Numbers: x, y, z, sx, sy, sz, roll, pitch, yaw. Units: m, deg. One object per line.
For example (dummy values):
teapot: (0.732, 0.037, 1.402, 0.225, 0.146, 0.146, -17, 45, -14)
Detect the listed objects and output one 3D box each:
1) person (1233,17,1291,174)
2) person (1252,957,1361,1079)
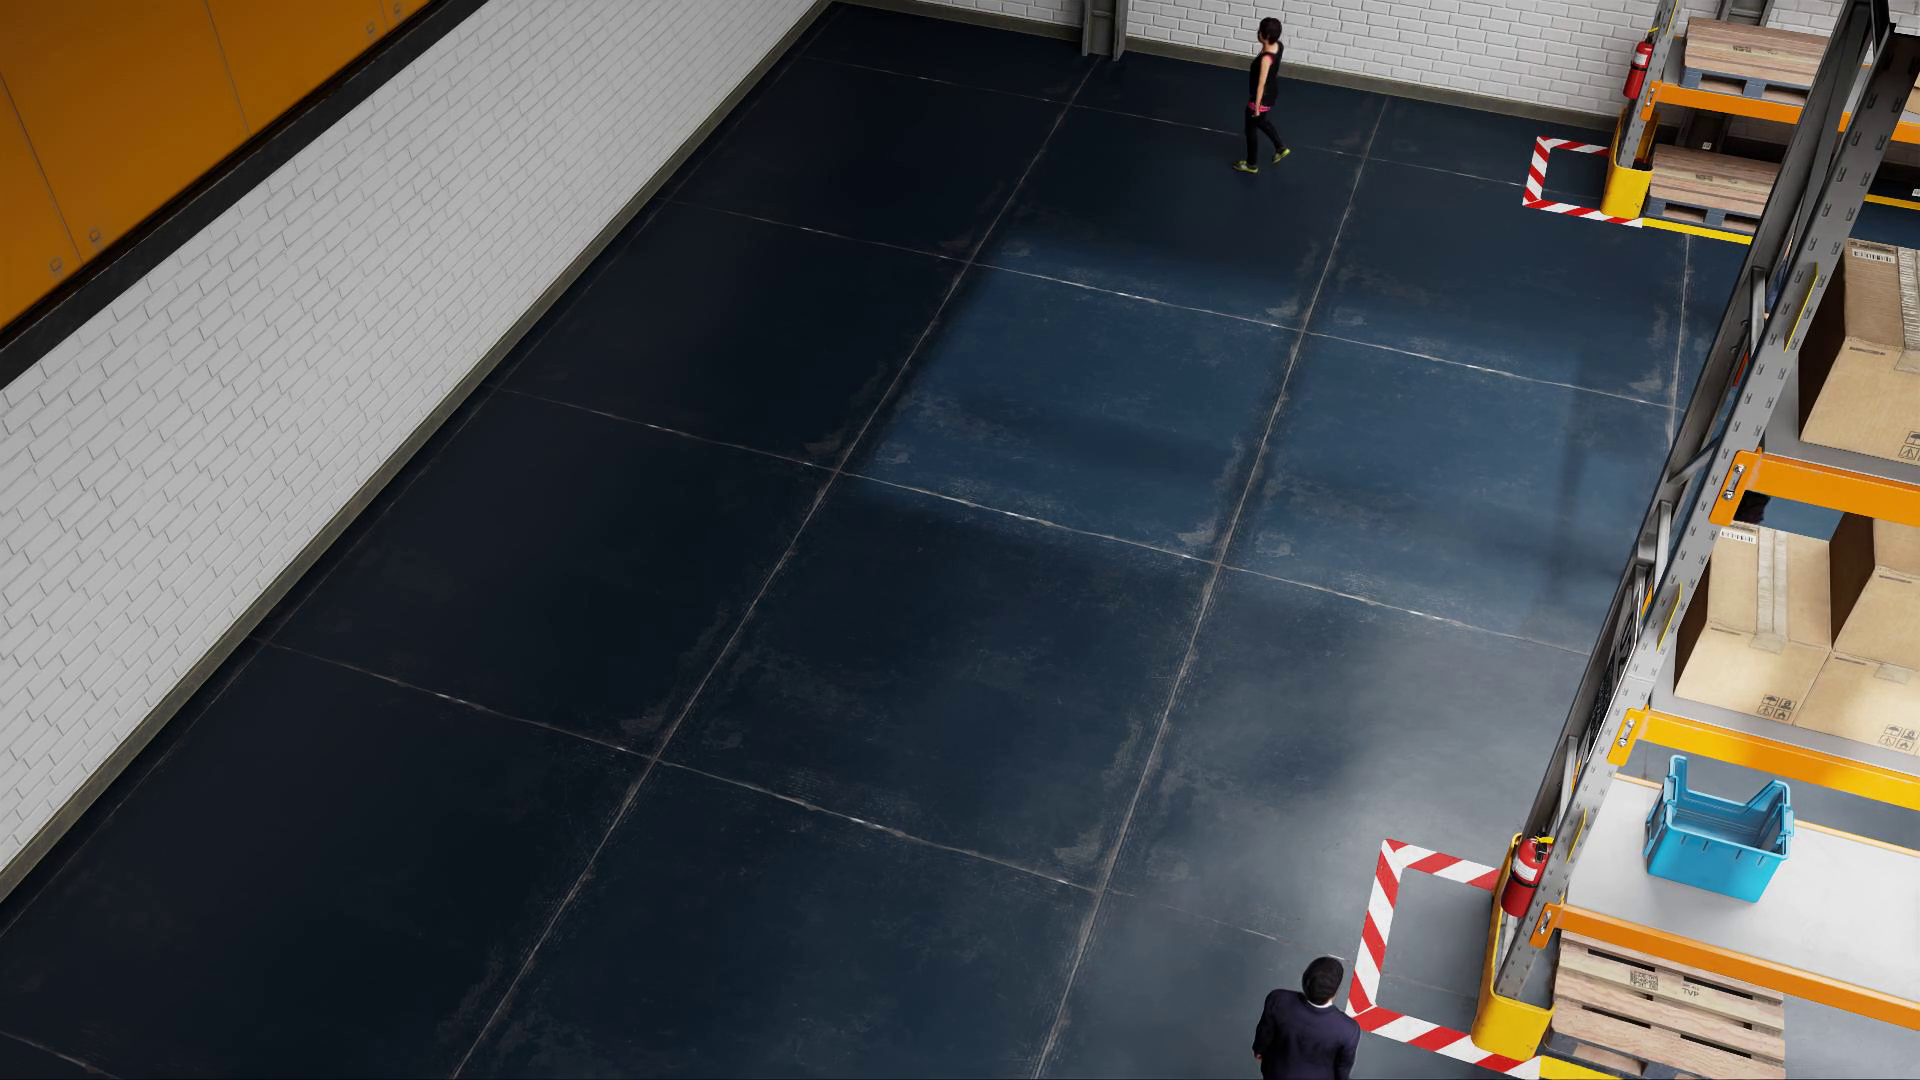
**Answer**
person: (2.874, -4.093, 15.392, 0.759, 1.539, 0.614, 21, 48, 21)
person: (1.669, 2.620, 8.215, 0.484, 1.721, 0.705, 18, 46, 18)
